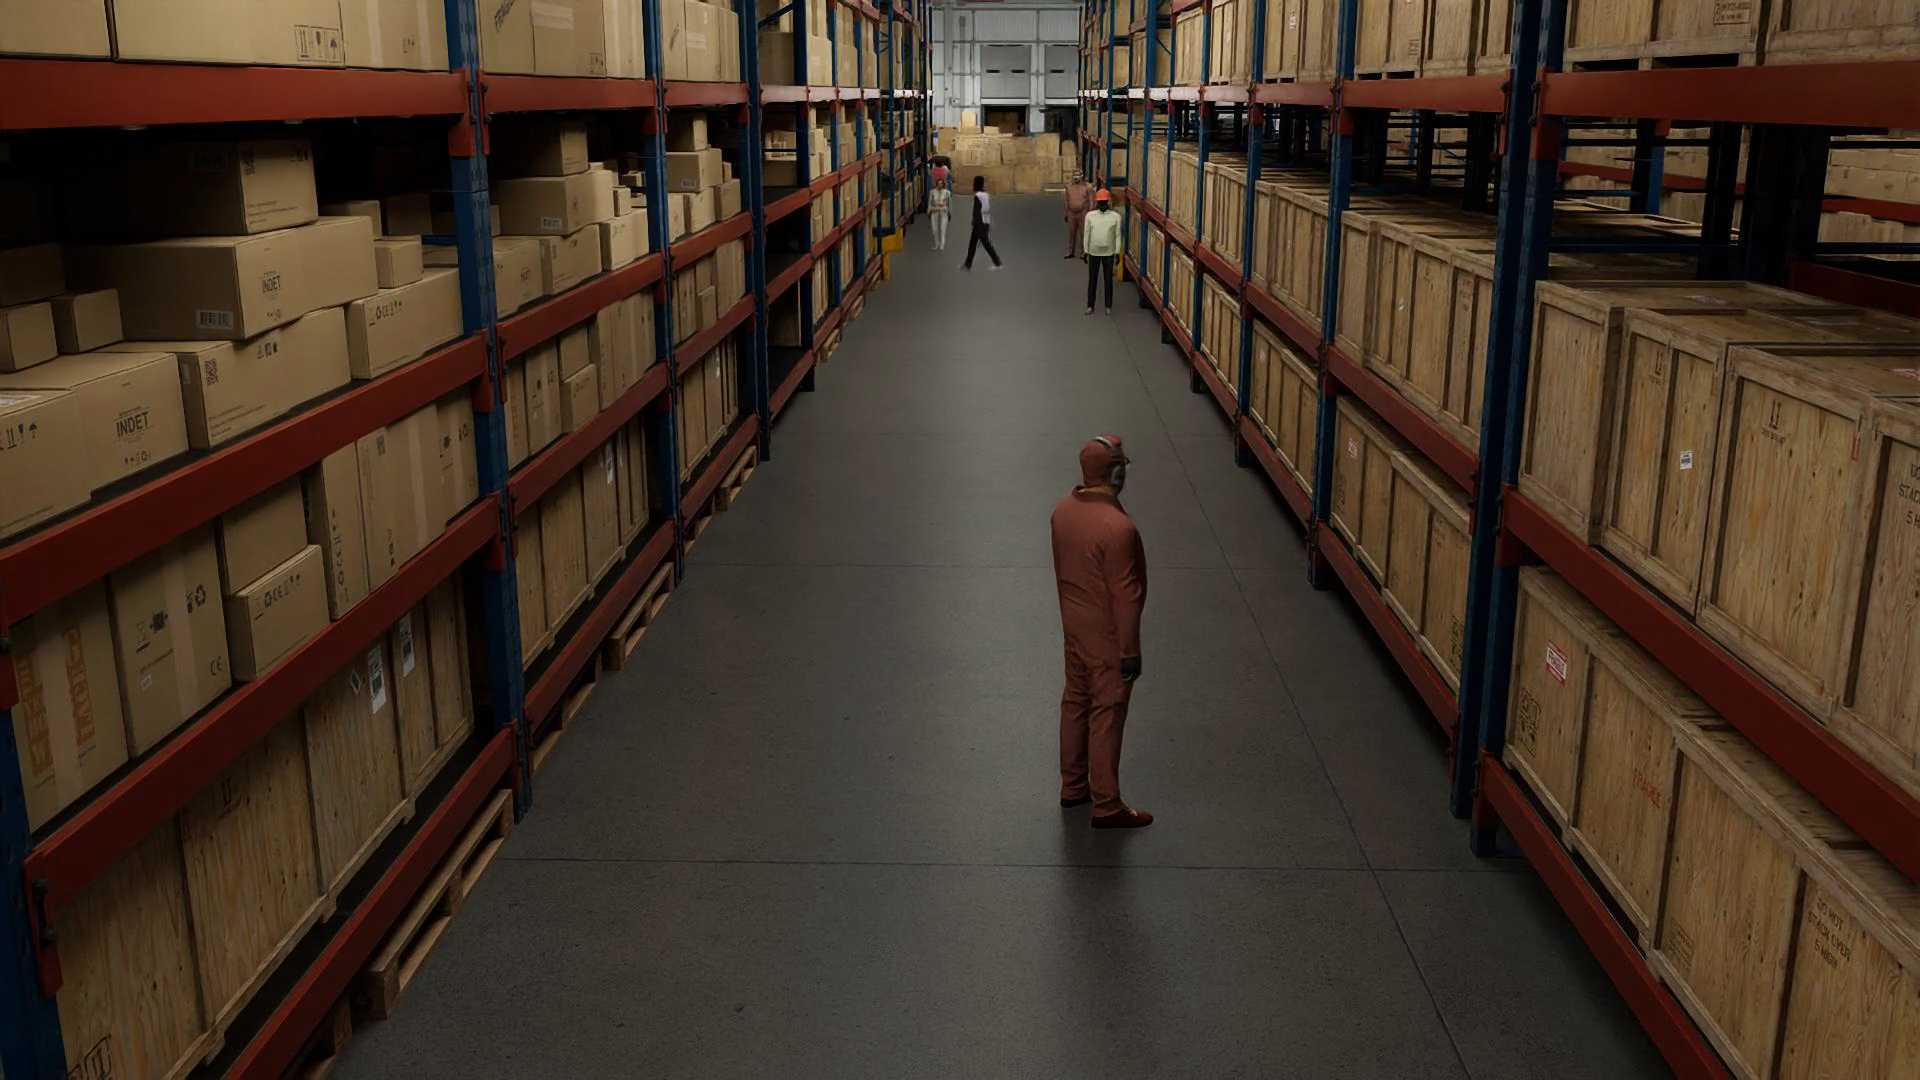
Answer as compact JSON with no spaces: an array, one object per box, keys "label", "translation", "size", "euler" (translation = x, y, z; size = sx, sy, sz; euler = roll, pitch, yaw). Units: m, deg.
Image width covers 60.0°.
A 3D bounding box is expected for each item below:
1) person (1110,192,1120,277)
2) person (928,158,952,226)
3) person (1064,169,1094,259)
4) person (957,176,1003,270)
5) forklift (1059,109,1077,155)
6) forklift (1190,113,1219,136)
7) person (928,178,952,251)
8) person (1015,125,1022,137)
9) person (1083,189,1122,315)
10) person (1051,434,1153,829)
[{"label":"person","translation":[2.902,-5.864,31.995],"size":[0.341,1.618,0.511],"euler":[0,15,1]},{"label":"person","translation":[-0.520,-9.165,43.943],"size":[0.631,1.805,0.820],"euler":[2,15,6]},{"label":"person","translation":[2.520,-6.959,35.530],"size":[0.645,1.907,0.400],"euler":[8,17,27]},{"label":"person","translation":[0.427,-6.332,33.272],"size":[0.976,1.878,0.603],"euler":[4,16,15]},{"label":"forklift","translation":[4.571,-17.087,71.366],"size":[1.873,2.768,1.129],"euler":[-5,16,-17]},{"label":"forklift","translation":[8.084,-12.804,55.431],"size":[1.129,2.768,1.873],"euler":[0,15,2]},{"label":"person","translation":[-0.460,-7.290,37.309],"size":[0.545,1.607,0.685],"euler":[2,15,6]},{"label":"person","translation":[2.934,-19.766,83.120],"size":[0.372,1.940,0.632],"euler":[-1,15,-5]},{"label":"person","translation":[2.266,-4.595,26.564],"size":[0.611,1.996,0.378],"euler":[3,15,11]},{"label":"person","translation":[0.695,0.438,7.999],"size":[0.409,1.913,0.642],"euler":[-7,17,-25]}]
